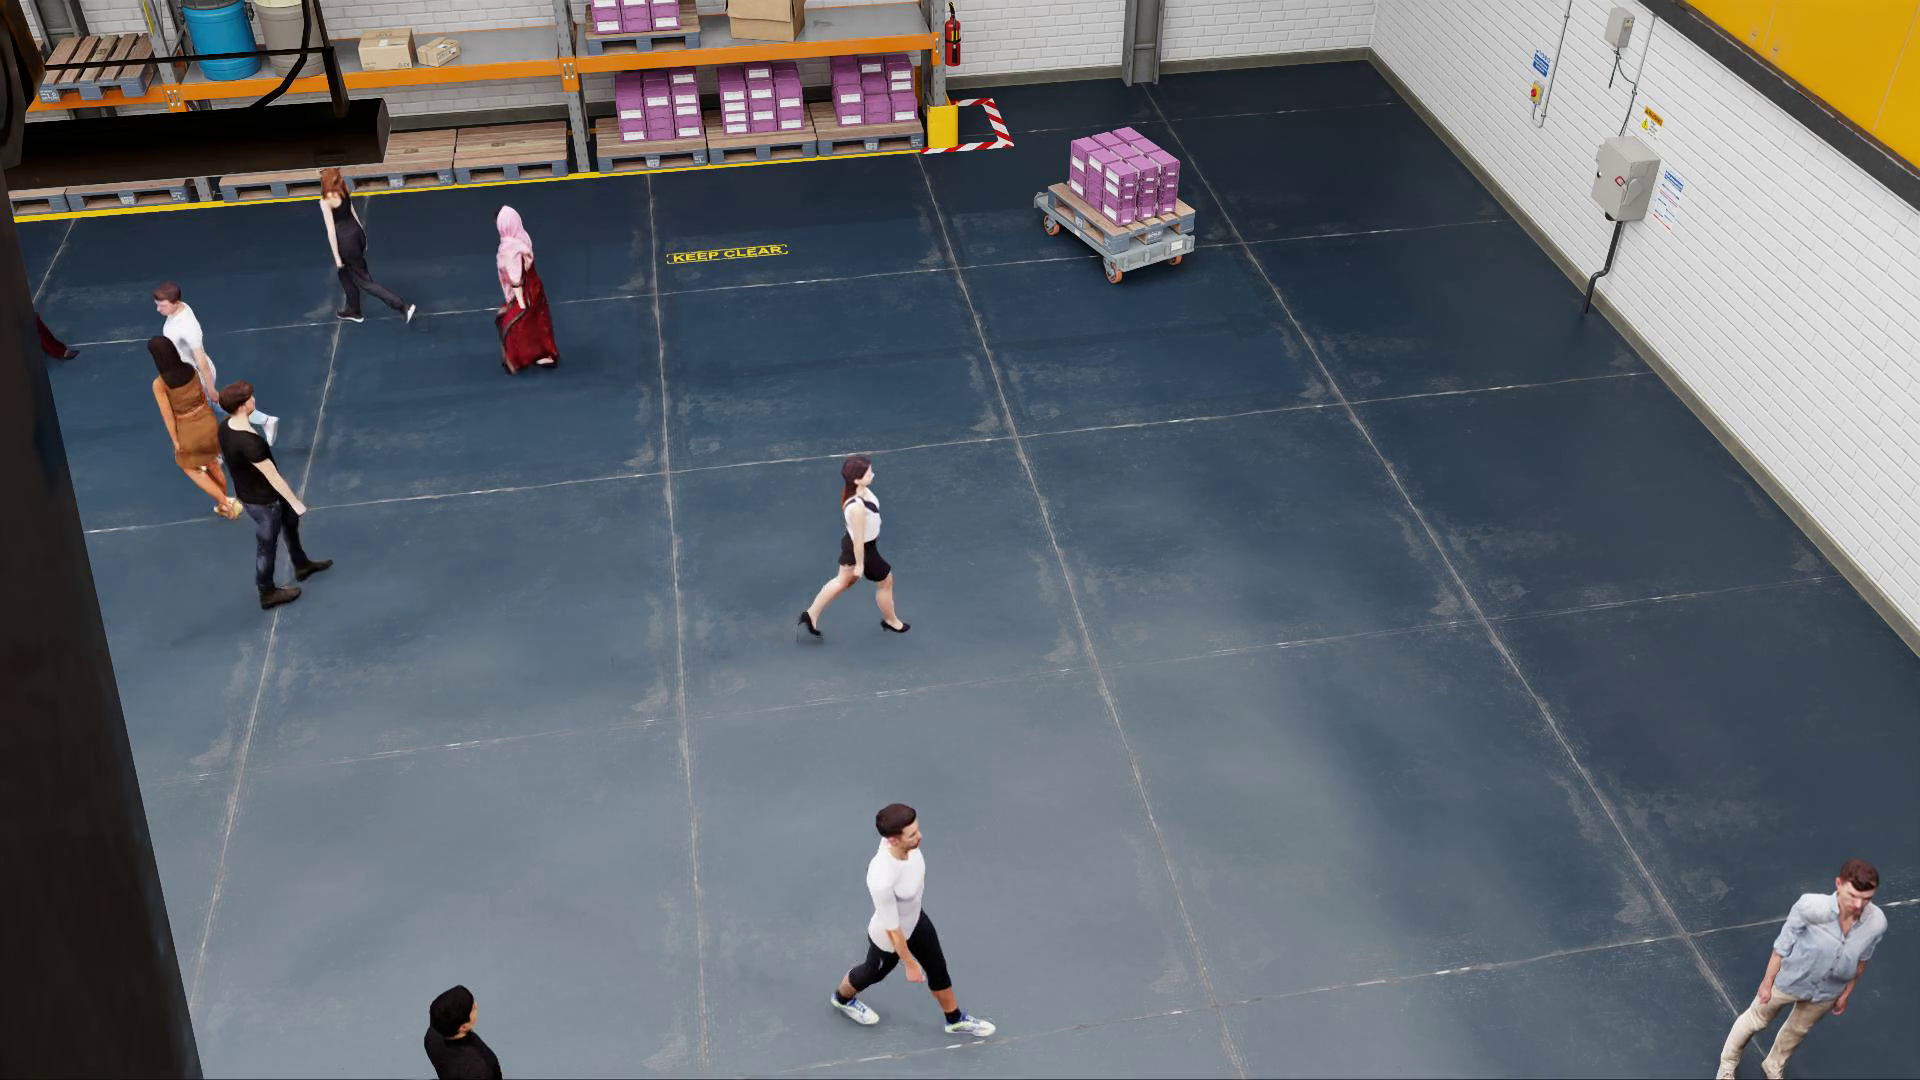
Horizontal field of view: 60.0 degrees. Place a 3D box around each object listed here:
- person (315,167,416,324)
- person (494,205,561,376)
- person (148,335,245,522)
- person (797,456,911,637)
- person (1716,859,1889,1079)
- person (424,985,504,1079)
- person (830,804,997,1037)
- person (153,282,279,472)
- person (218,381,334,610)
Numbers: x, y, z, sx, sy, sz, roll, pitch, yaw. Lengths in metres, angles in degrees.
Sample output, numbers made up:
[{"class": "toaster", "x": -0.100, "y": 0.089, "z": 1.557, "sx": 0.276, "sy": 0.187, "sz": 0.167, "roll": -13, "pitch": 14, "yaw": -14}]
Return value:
[{"class": "person", "x": -5.538, "y": -2.711, "z": 15.334, "sx": 1.184, "sy": 1.714, "sz": 0.880, "roll": 8, "pitch": 39, "yaw": 9}, {"class": "person", "x": -3.815, "y": -2.220, "z": 14.794, "sx": 0.851, "sy": 1.620, "sz": 0.764, "roll": 6, "pitch": 39, "yaw": 8}, {"class": "person", "x": -5.916, "y": -0.817, "z": 12.998, "sx": 0.916, "sy": 1.668, "sz": 0.832, "roll": 15, "pitch": 41, "yaw": 18}, {"class": "person", "x": -0.795, "y": 0.099, "z": 11.893, "sx": 1.049, "sy": 1.617, "sz": 0.573, "roll": -8, "pitch": 39, "yaw": -9}, {"class": "person", "x": 4.527, "y": 2.346, "z": 8.894, "sx": 0.626, "sy": 1.847, "sz": 0.779, "roll": 6, "pitch": 39, "yaw": 8}, {"class": "person", "x": -2.455, "y": 2.892, "z": 8.324, "sx": 1.077, "sy": 1.704, "sz": 0.950, "roll": -31, "pitch": 48, "yaw": -32}, {"class": "person", "x": -0.433, "y": 2.133, "z": 9.194, "sx": 1.308, "sy": 1.806, "sz": 1.098, "roll": 14, "pitch": 41, "yaw": 17}, {"class": "person", "x": -6.098, "y": -1.340, "z": 13.535, "sx": 1.137, "sy": 1.816, "sz": 0.902, "roll": -16, "pitch": 41, "yaw": -19}, {"class": "person", "x": -5.191, "y": -0.269, "z": 12.148, "sx": 1.001, "sy": 1.872, "sz": 0.894, "roll": -25, "pitch": 45, "yaw": -28}]
